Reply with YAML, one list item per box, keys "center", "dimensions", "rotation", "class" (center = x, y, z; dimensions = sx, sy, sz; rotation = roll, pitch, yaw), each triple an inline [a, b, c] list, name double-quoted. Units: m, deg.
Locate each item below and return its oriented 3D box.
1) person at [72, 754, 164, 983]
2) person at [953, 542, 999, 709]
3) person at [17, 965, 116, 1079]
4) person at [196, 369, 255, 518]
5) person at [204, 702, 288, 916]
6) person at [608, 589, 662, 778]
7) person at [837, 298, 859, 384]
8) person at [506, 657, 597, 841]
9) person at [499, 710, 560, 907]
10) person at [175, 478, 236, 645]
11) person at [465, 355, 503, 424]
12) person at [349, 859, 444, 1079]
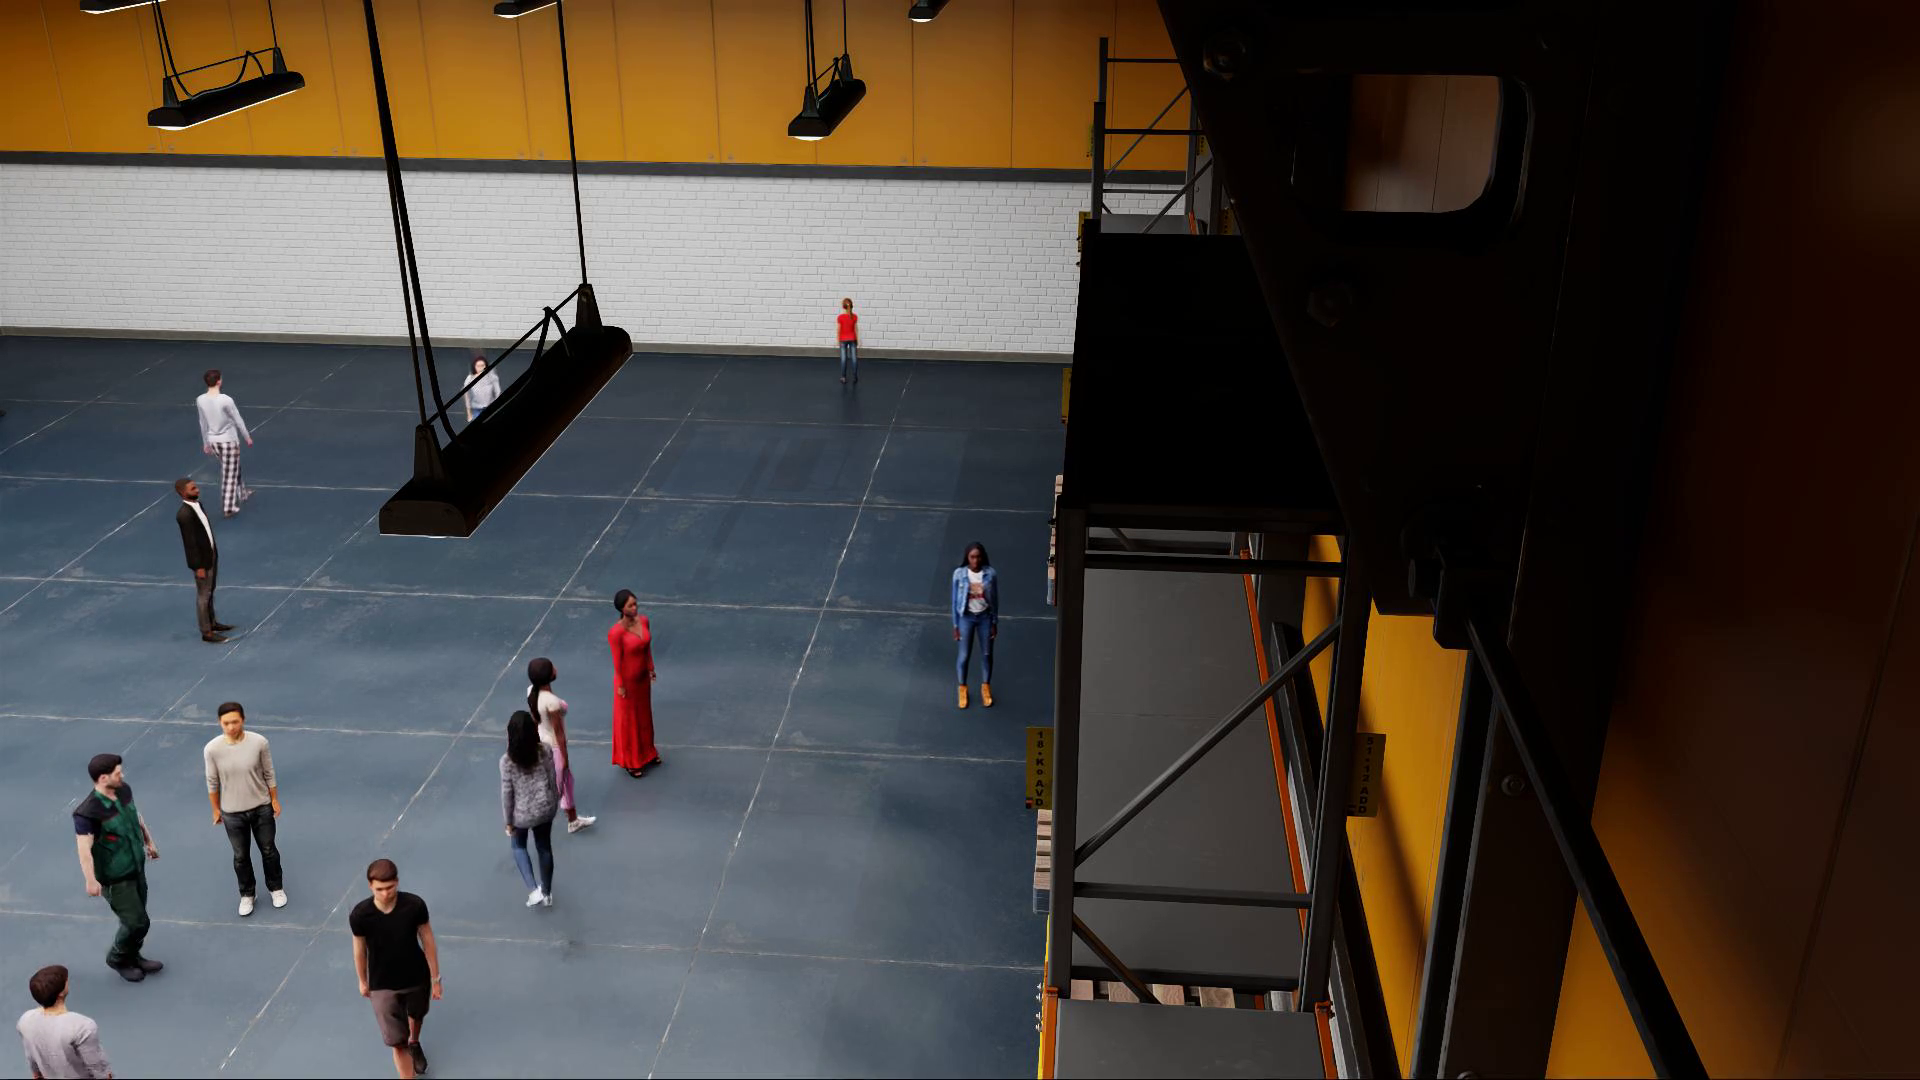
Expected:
- center: [-6.234, 2.405, 12.160]
  dimensions: [0.771, 1.878, 0.584]
  rotation: [2, 24, 4]
  class: "person"
- center: [0.147, 0.800, 16.037]
  dimensions: [0.624, 1.711, 0.571]
  rotation: [-2, 24, -5]
  class: "person"
- center: [-5.351, 3.377, 10.001]
  dimensions: [0.752, 1.825, 0.979]
  rotation: [6, 24, 13]
  class: "person"
- center: [-9.061, -1.157, 20.375]
  dimensions: [0.717, 1.823, 0.997]
  rotation: [6, 24, 13]
  class: "person"
- center: [-5.587, 2.066, 13.018]
  dimensions: [0.729, 1.812, 0.716]
  rotation: [-9, 25, -21]
  class: "person"
- center: [-2.925, 1.262, 14.889]
  dimensions: [0.781, 1.784, 0.678]
  rotation: [14, 27, 30]
  class: "person"
- center: [-1.703, -3.039, 25.322]
  dimensions: [0.520, 1.309, 0.539]
  rotation: [-5, 24, -11]
  class: "person"
- center: [-3.450, 1.786, 13.773]
  dimensions: [1.105, 1.719, 1.034]
  rotation: [-20, 31, -38]
  class: "person"
- center: [-3.303, 2.152, 12.941]
  dimensions: [0.772, 1.715, 0.823]
  rotation: [-13, 27, -28]
  class: "person"
- center: [-7.897, 0.197, 17.309]
  dimensions: [0.769, 1.799, 0.577]
  rotation: [-4, 24, -9]
  class: "person"
- center: [-6.241, -1.661, 21.832]
  dimensions: [0.947, 1.581, 1.154]
  rotation: [-10, 25, -21]
  class: "person"
- center: [-3.747, 2.884, 11.137]
  dimensions: [1.030, 1.820, 1.278]
  rotation: [-9, 25, -20]
  class: "person"
